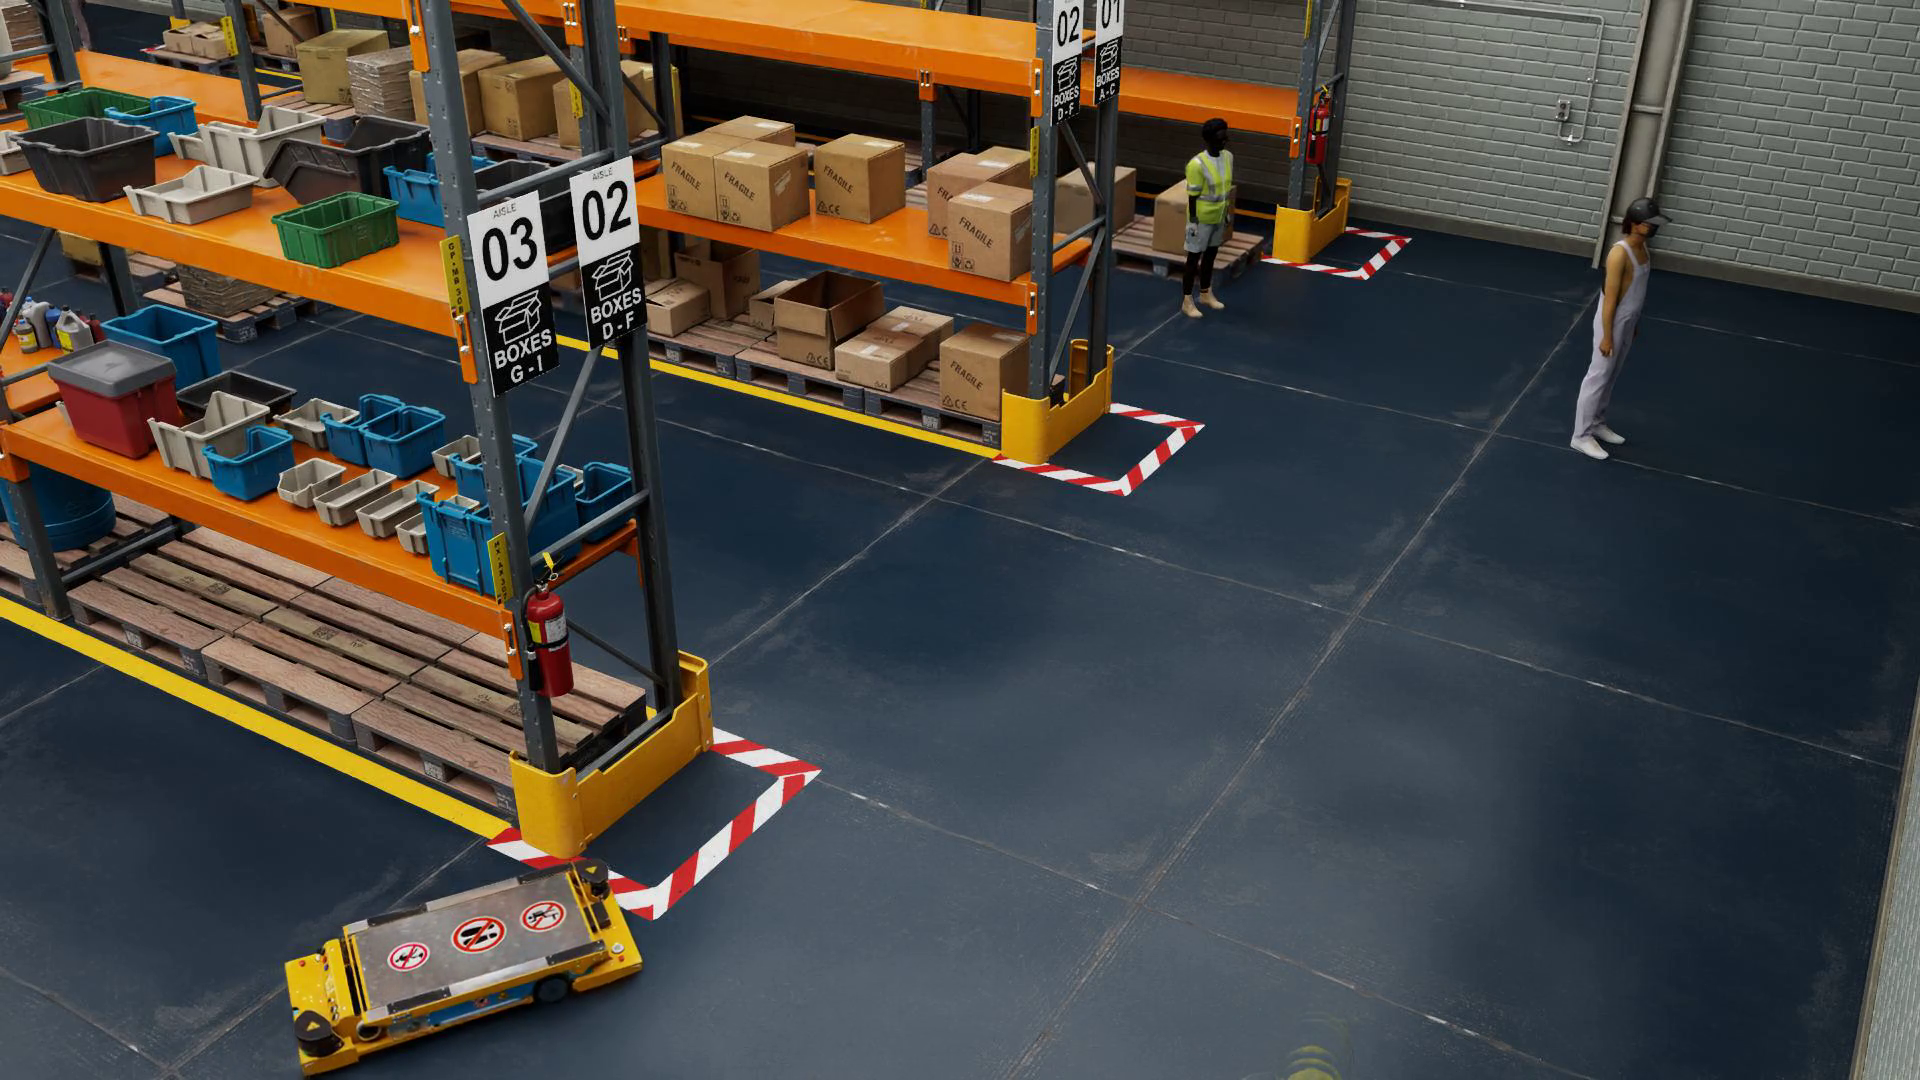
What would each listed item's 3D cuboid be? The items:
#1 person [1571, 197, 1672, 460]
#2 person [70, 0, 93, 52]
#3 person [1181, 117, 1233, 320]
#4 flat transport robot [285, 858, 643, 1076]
[{"bbox_3d":[4.641,-1.492,11.674,0.372,1.863,0.507,22,36,34],"label":"person"},{"bbox_3d":[-11.929,-7.252,22.097,0.580,1.777,0.989,-5,30,-9],"label":"person"},{"bbox_3d":[2.097,-2.723,14.053,0.532,1.696,0.318,-25,38,-37],"label":"person"},{"bbox_3d":[-2.185,1.848,7.317,1.431,0.231,0.659,-13,32,-22],"label":"flat transport robot"}]
